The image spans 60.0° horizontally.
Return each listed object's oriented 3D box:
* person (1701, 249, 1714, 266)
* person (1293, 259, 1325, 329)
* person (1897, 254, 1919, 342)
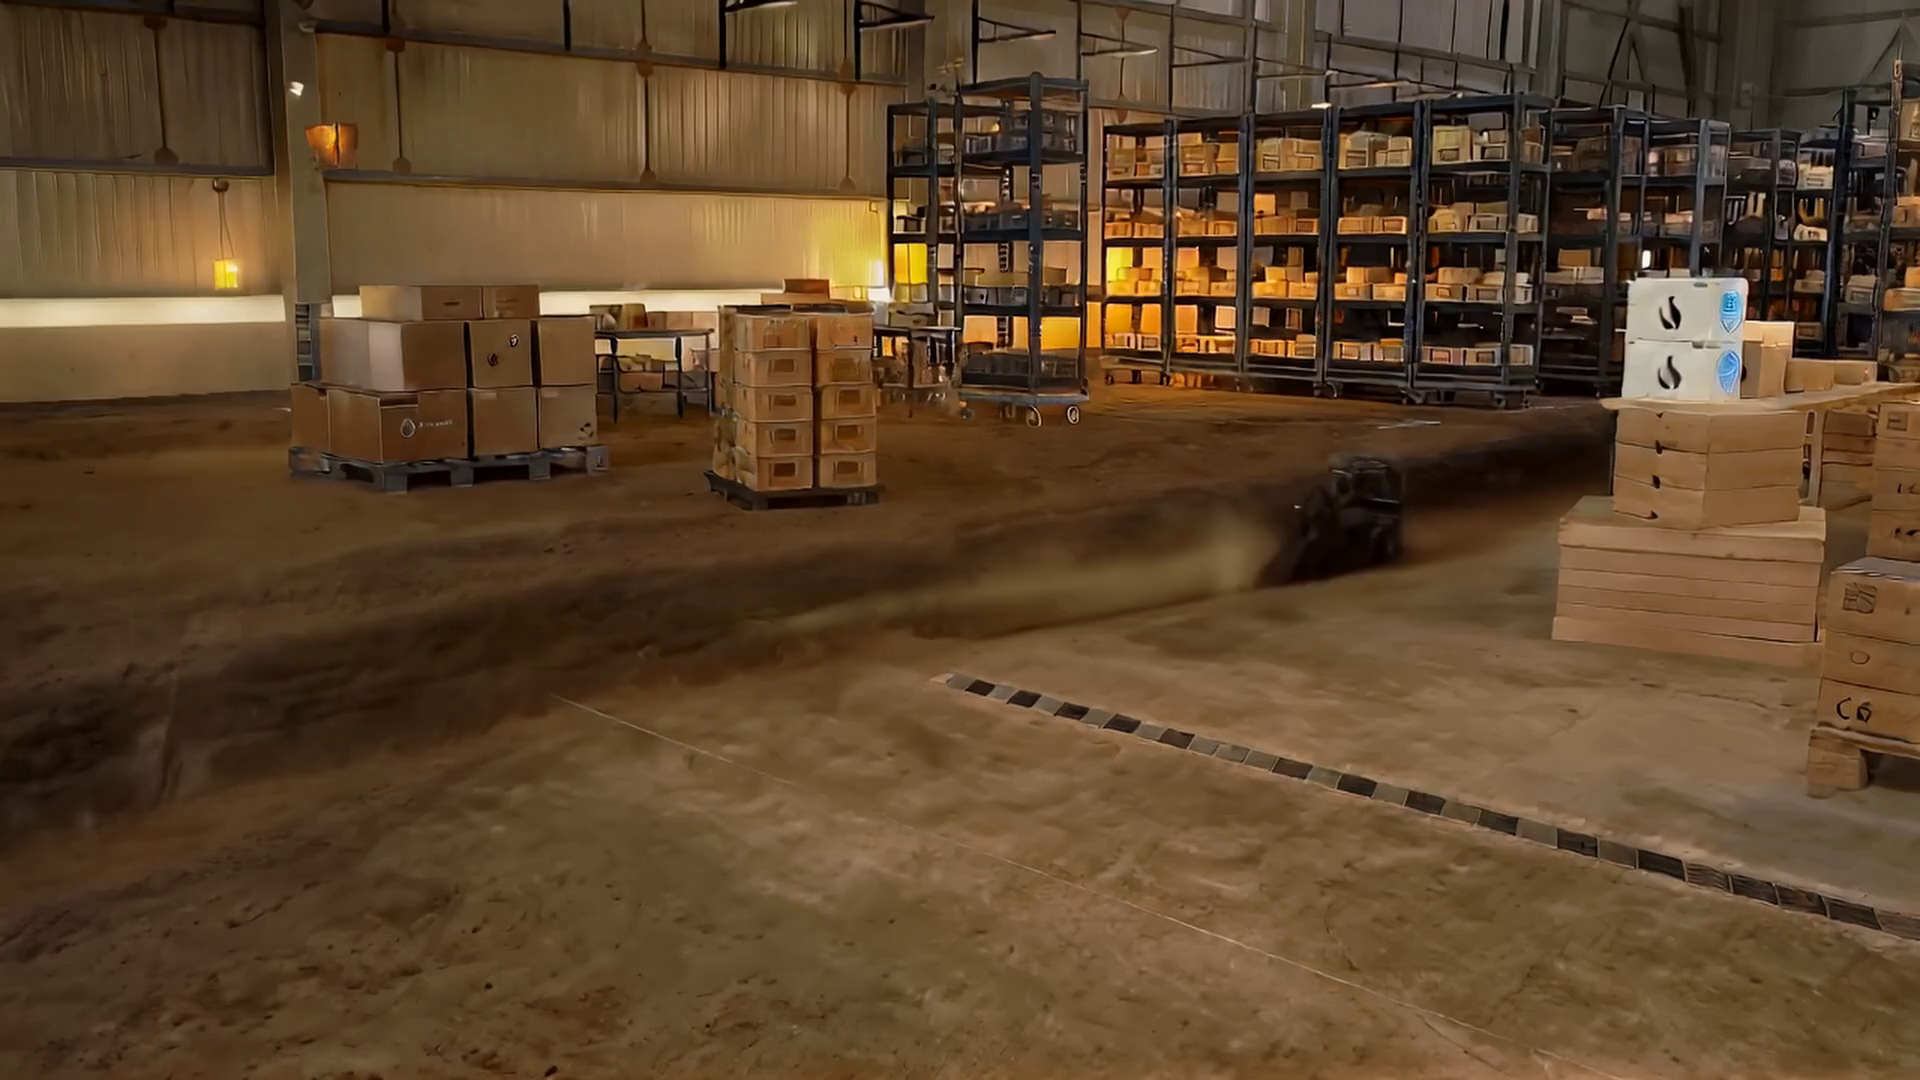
[{"bbox_3d":[12.808,-4.039,28.624,0.631,1.981,0.431,6,11,33],"label":"person"},{"bbox_3d":[6.076,-4.006,28.862,0.586,1.824,0.480,6,11,33],"label":"person"},{"bbox_3d":[13.714,-3.208,24.050,0.403,1.830,0.601,5,11,27],"label":"person"}]
